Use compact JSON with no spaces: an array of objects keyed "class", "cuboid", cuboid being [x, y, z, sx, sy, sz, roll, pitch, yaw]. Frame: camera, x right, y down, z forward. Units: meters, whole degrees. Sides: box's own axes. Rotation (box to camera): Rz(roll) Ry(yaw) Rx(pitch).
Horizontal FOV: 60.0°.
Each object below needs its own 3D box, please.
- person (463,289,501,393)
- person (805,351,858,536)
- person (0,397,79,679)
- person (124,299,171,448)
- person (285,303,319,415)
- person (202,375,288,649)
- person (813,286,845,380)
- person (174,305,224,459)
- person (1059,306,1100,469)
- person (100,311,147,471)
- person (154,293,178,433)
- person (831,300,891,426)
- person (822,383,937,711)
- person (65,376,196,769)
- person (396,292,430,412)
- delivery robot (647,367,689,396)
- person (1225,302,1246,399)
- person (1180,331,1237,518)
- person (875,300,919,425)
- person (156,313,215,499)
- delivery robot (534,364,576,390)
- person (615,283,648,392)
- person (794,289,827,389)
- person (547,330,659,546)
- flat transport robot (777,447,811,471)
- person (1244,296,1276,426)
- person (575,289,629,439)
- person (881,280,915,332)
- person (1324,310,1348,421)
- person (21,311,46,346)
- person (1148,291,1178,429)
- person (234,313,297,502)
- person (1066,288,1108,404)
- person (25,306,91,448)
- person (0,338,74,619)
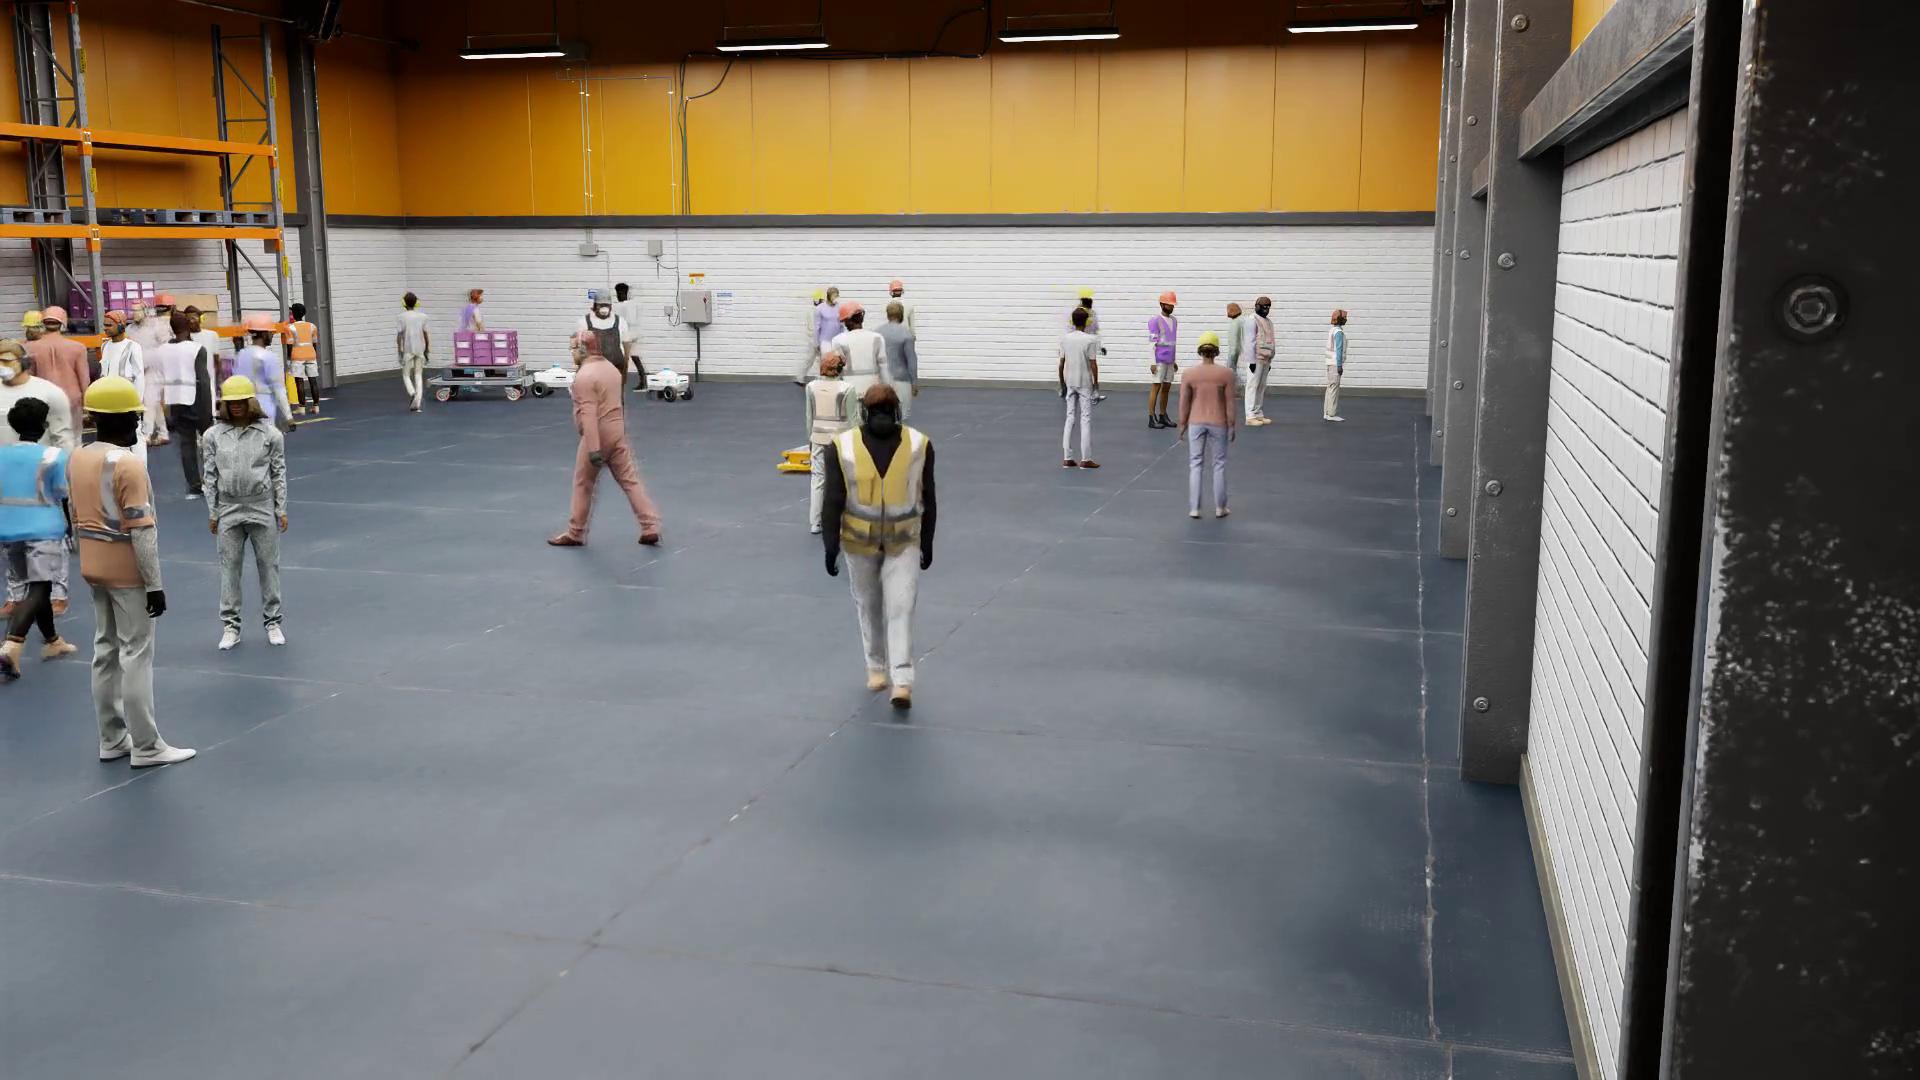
[{"class":"person","cuboid":[-8.359,-3.474,29.064,0.809,1.813,0.570,-5,11,-24]},{"class":"person","cuboid":[-1.135,-0.848,14.712,0.519,1.635,0.312,4,11,23]},{"class":"person","cuboid":[-5.604,-0.018,9.966,0.545,1.664,0.839,1,10,5]},{"class":"person","cuboid":[-10.361,-2.086,21.009,0.680,1.873,0.886,3,11,18]},{"class":"person","cuboid":[-9.988,-2.743,25.253,0.321,1.697,0.530,7,12,35]},{"class":"person","cuboid":[-4.541,-0.178,10.597,0.485,1.744,0.308,-3,11,-18]},{"class":"person","cuboid":[-2.225,-3.294,27.803,0.639,1.911,0.755,-8,13,-40]},{"class":"person","cuboid":[-9.119,-1.879,19.931,0.553,1.848,0.586,-3,11,-18]},{"class":"person","cuboid":[1.371,-1.745,19.154,0.548,1.882,0.393,7,12,34]},{"class":"person","cuboid":[-8.747,-1.441,17.363,0.574,1.882,0.356,5,11,24]},{"class":"person","cuboid":[-10.838,-2.419,22.803,0.552,1.923,0.395,2,10,10]},{"class":"person","cuboid":[-1.027,-1.571,17.821,0.670,2.002,0.903,-4,11,-20]},{"class":"person","cuboid":[-0.443,0.033,9.263,0.643,1.787,0.974,-1,10,-3]},{"class":"person","cuboid":[-4.102,0.161,8.160,0.585,1.927,0.366,6,12,32]},{"class":"person","cuboid":[-8.442,-2.903,25.706,0.519,1.854,0.434,-6,12,-32]},{"class":"delivery robot","cuboid":[-4.845,-2.624,27.549,0.707,0.478,0.477,6,12,32]},{"class":"person","cuboid":[4.577,-3.151,27.775,0.385,1.616,0.517,1,10,6]},{"class":"person","cuboid":[2.333,-1.077,15.632,0.529,1.766,0.330,3,10,14]},{"class":"person","cuboid":[-0.807,-1.902,19.861,0.639,1.923,0.740,9,13,41]},{"class":"person","cuboid":[-7.817,-1.358,16.906,0.646,1.882,0.528,2,10,12]},{"class":"delivery robot","cuboid":[-6.852,-2.744,28.229,0.707,0.478,0.477,0,10,1]},{"class":"person","cuboid":[-5.913,-3.555,29.244,1.009,1.906,0.627,5,11,24]},{"class":"person","cuboid":[-2.570,-3.589,29.797,0.923,1.790,0.608,2,10,10]},{"class":"person","cuboid":[-3.004,-0.850,14.120,0.924,1.856,0.687,3,10,16]},{"class":"flat transport robot","cuboid":[-1.537,-0.979,19.300,0.652,0.197,1.431,3,11,18]},{"class":"person","cuboid":[4.300,-2.561,23.829,0.430,1.840,0.620,7,12,35]},{"class":"person","cuboid":[-4.589,-2.232,21.391,0.688,2.000,0.866,-2,10,-12]},{"class":"person","cuboid":[-1.055,-3.364,27.937,0.623,1.989,0.400,-5,11,-28]},{"class":"person","cuboid":[5.516,-2.557,24.395,0.316,1.629,0.508,1,10,5]},{"class":"person","cuboid":[-10.653,-1.751,19.296,0.613,1.817,0.656,4,11,20]},{"class":"person","cuboid":[2.889,-2.532,23.388,0.552,1.932,0.377,-10,14,-43]},{"class":"person","cuboid":[-6.651,-1.214,15.993,0.569,1.916,0.624,8,13,38]},{"class":"person","cuboid":[2.054,-3.169,27.150,0.967,1.878,0.597,9,13,40]},{"class":"person","cuboid":[-9.272,-1.423,17.095,0.622,1.953,0.956,-4,11,-21]},{"class":"person","cuboid":[-6.406,-0.417,11.401,0.635,1.936,0.355,-1,10,-4]}]
